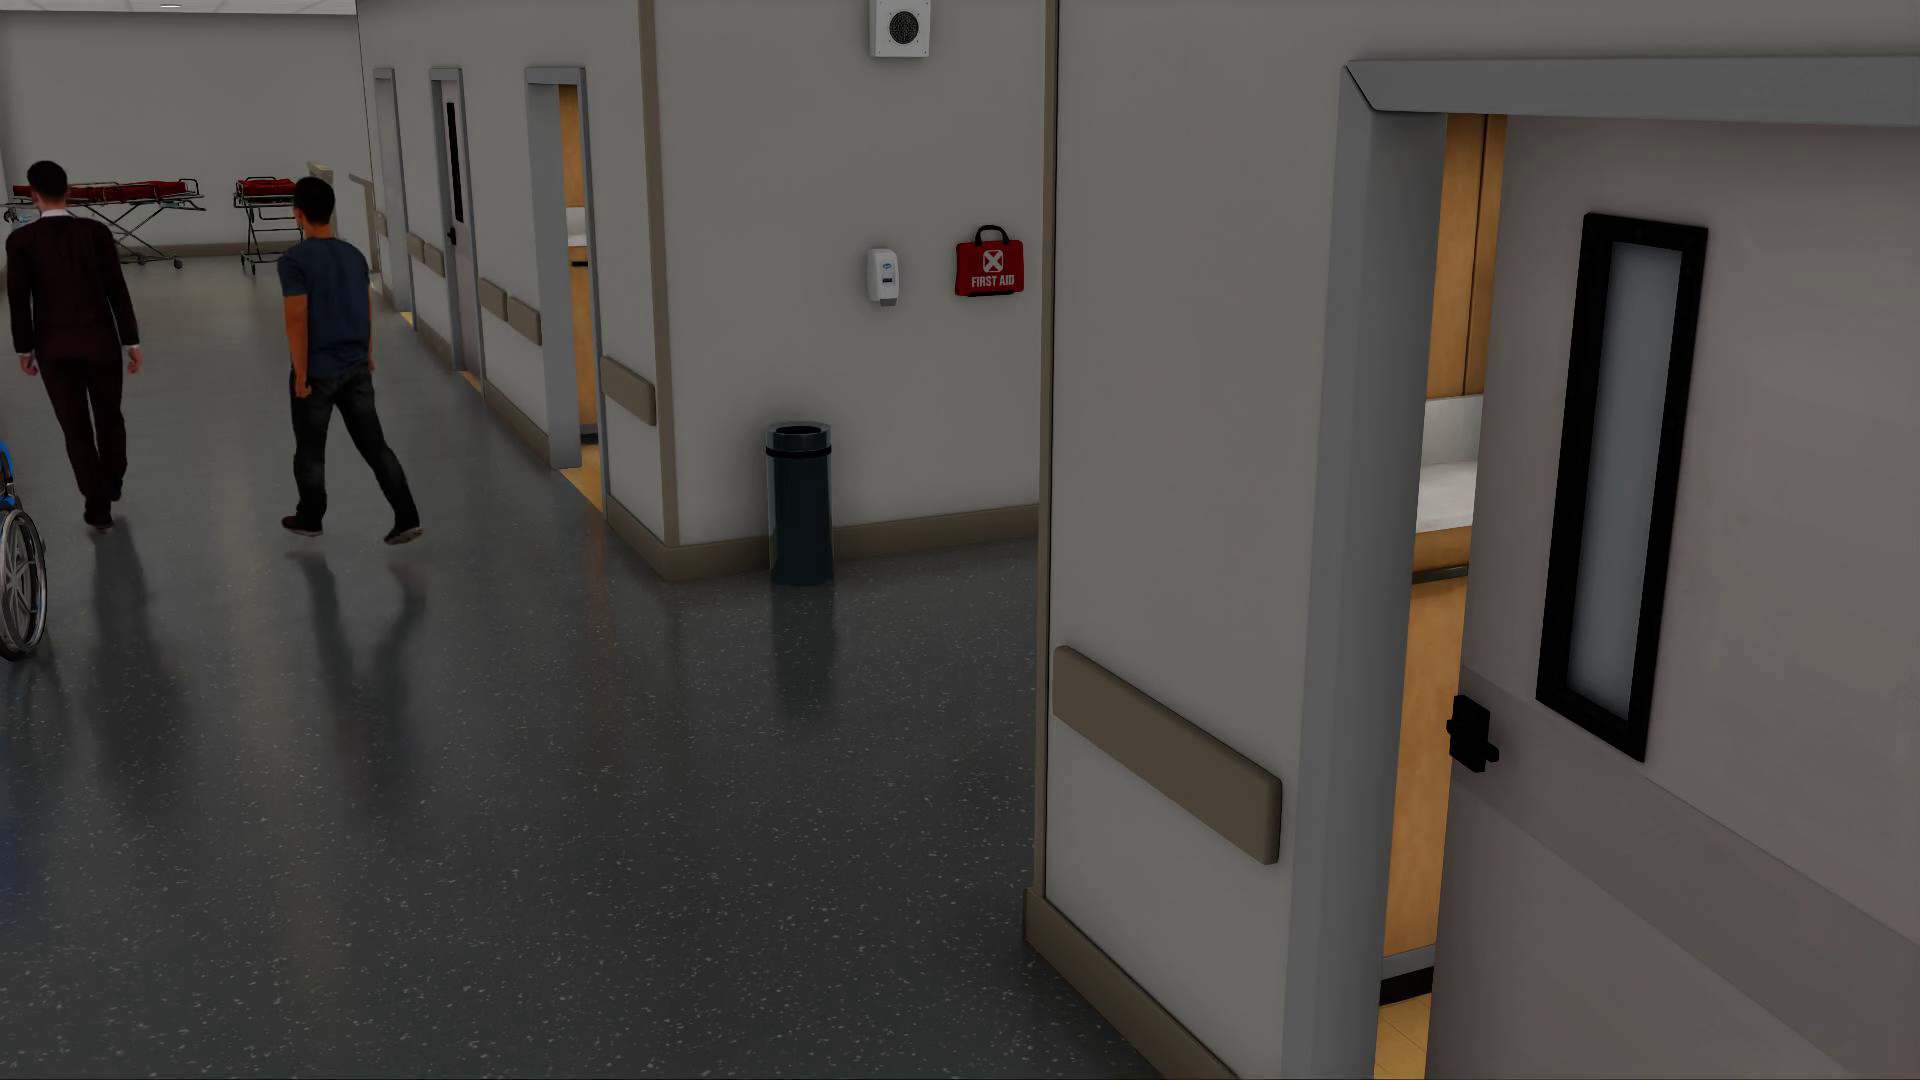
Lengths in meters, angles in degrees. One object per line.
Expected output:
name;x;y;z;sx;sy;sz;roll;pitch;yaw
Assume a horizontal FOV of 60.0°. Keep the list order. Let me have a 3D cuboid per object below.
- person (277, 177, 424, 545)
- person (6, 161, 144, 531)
person;-2.943;-0.798;7.991;1.274;1.767;1.080;10;19;32
person;-4.450;-0.953;8.418;0.841;1.834;1.120;-11;19;-33
